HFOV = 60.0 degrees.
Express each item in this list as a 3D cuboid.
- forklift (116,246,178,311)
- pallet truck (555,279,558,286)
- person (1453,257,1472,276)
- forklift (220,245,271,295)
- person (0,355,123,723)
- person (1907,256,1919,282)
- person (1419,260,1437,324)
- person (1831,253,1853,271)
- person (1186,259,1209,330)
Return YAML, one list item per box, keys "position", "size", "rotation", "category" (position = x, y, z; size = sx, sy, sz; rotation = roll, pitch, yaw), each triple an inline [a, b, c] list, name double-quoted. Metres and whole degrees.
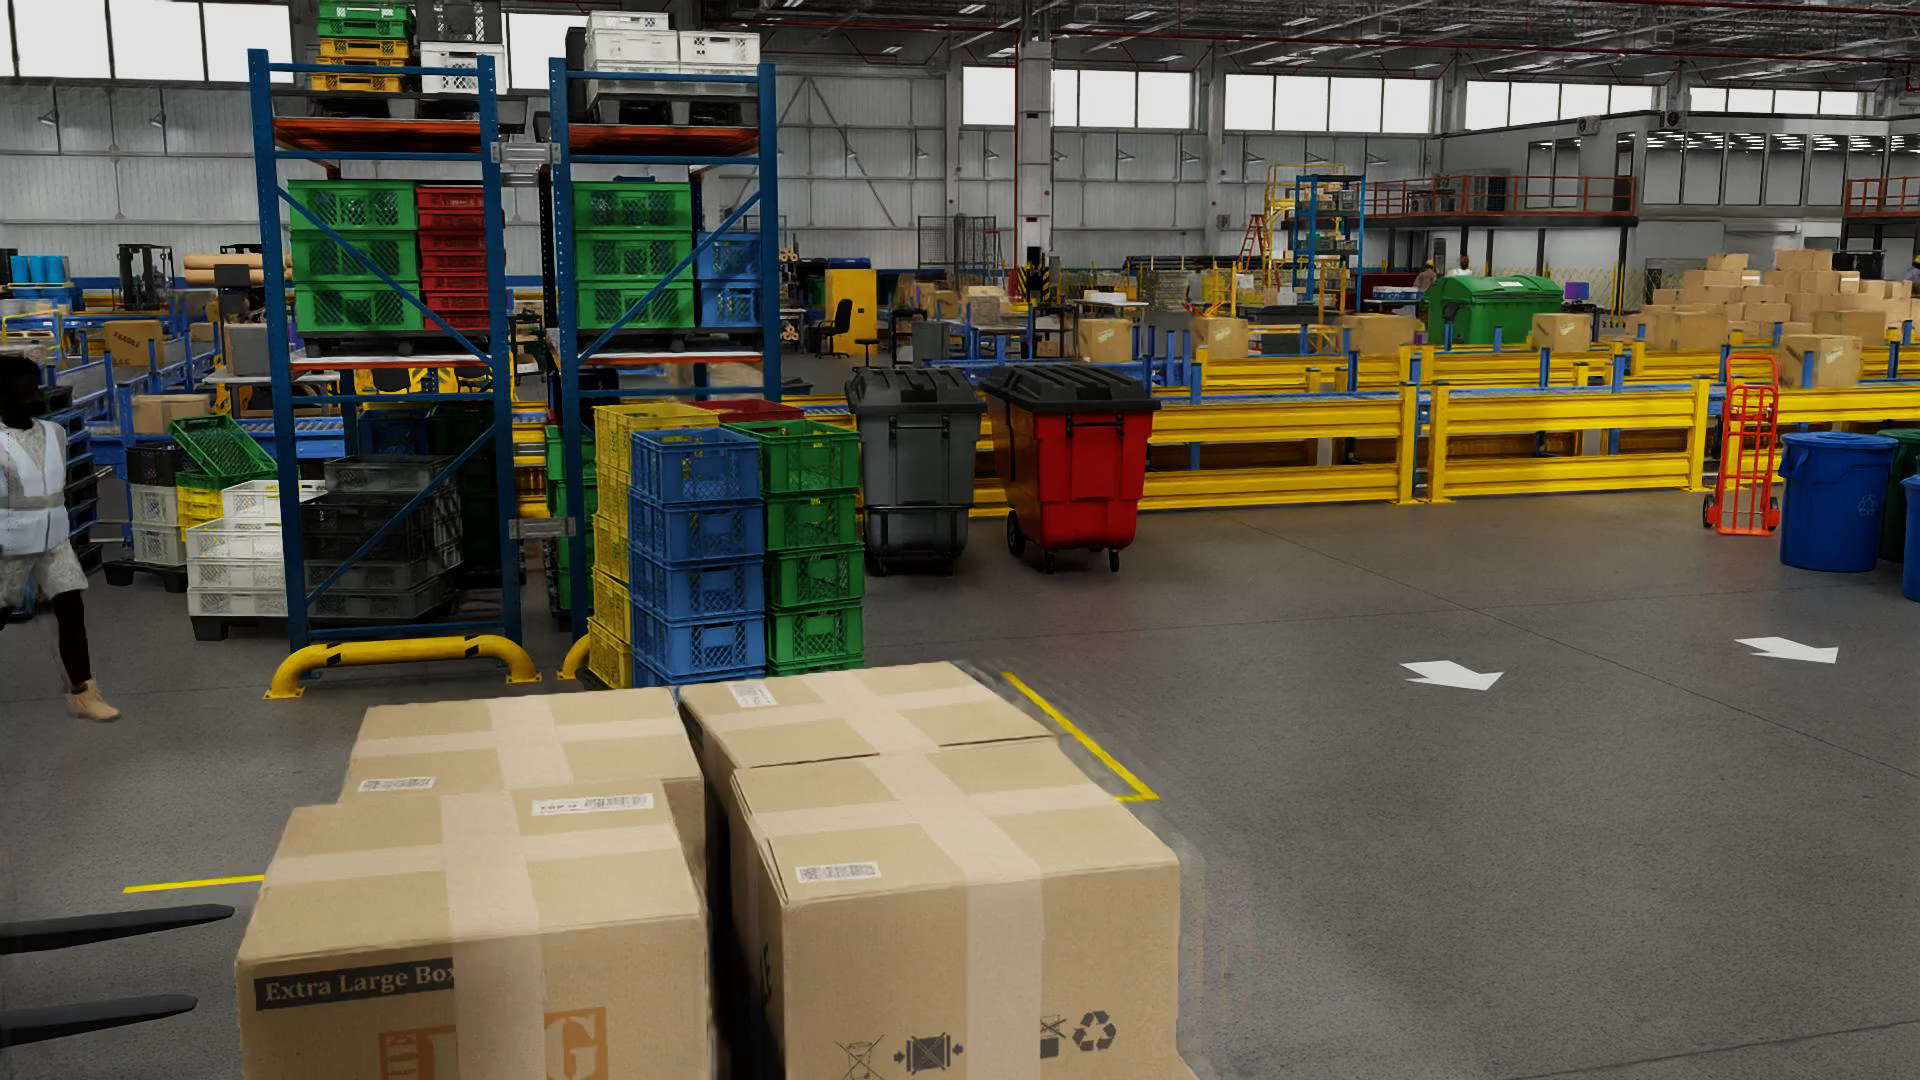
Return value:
- position: [-19.966, -6.232, 40.894]
  size: [1.157, 1.987, 2.680]
  rotation: [-3, 10, -15]
  category: "forklift"
- position: [-10.604, -6.375, 44.520]
  size: [0.653, 1.274, 1.630]
  rotation: [-3, 10, -15]
  category: "pallet truck"
- position: [12.550, -6.114, 41.452]
  size: [0.590, 1.856, 0.741]
  rotation: [-3, 10, -15]
  category: "person"
- position: [-17.749, -6.334, 41.440]
  size: [1.157, 1.987, 2.680]
  rotation: [-3, 10, -17]
  category: "forklift"
- position: [-4.228, -0.002, 7.441]
  size: [0.863, 1.655, 0.540]
  rotation: [4, 11, 22]
  category: "person"
- position: [24.383, -6.283, 42.292]
  size: [0.606, 1.900, 0.584]
  rotation: [0, 10, 2]
  category: "person"
- position: [12.712, -6.725, 45.214]
  size: [0.519, 1.757, 0.339]
  rotation: [9, 13, 41]
  category: "person"
- position: [22.980, -6.557, 43.458]
  size: [0.722, 2.000, 1.047]
  rotation: [-1, 10, -4]
  category: "person"
- position: [5.357, -5.372, 37.325]
  size: [0.547, 1.837, 0.835]
  rotation: [0, 10, -1]
  category: "person"
